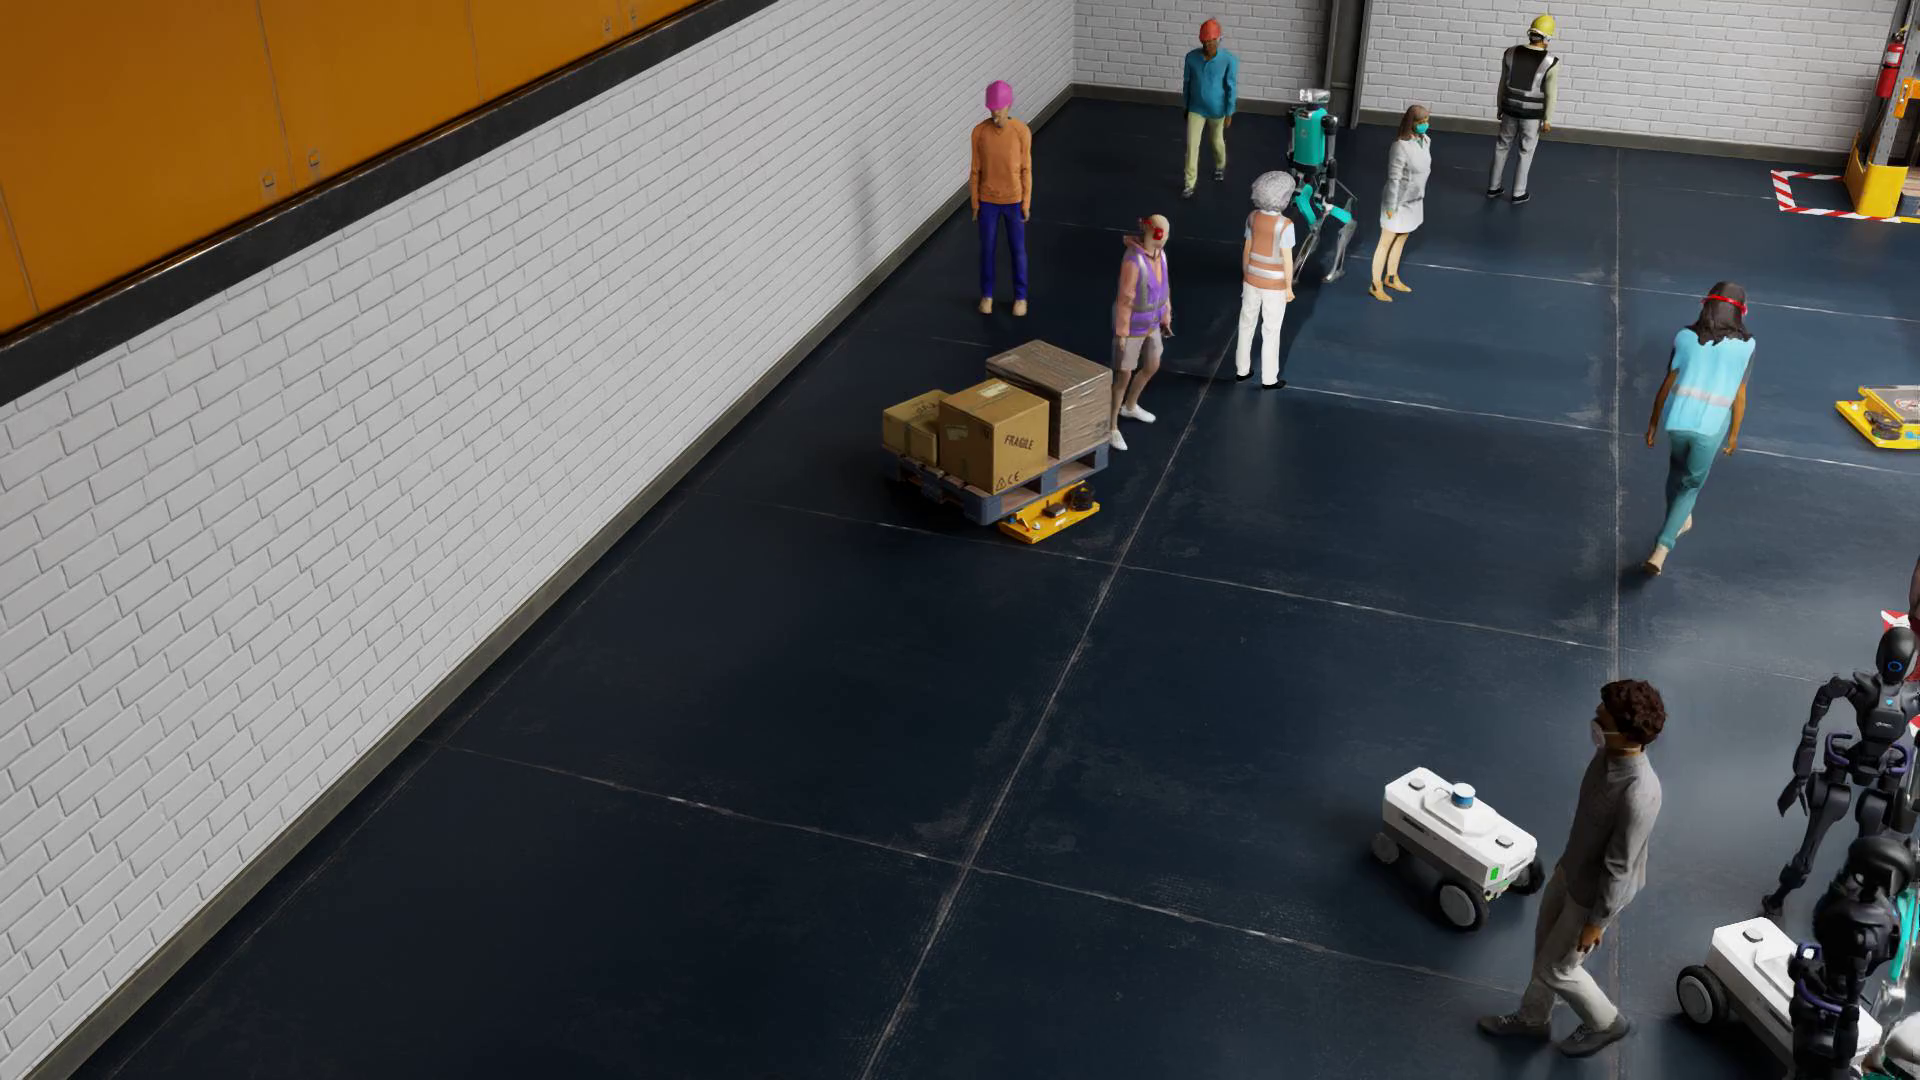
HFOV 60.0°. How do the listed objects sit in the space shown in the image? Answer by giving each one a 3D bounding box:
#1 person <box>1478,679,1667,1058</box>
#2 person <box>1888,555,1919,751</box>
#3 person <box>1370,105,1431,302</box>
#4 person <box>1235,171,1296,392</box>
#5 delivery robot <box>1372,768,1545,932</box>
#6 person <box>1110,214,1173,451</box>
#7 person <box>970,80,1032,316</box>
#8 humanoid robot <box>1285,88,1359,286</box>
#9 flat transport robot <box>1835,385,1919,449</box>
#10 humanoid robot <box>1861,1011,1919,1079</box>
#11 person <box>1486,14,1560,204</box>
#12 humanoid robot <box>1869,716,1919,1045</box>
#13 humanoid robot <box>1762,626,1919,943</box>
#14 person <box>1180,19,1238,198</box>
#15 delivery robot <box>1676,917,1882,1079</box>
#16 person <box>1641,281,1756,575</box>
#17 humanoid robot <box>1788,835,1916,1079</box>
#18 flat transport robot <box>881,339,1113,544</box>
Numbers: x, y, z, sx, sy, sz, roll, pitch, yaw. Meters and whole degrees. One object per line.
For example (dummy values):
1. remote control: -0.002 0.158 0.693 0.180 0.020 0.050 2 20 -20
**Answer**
1. person: 2.526 1.367 6.712 0.470 1.886 0.559 3 31 5
2. person: 5.022 0.438 8.403 0.308 1.768 0.524 -15 34 -24
3. person: 3.775 -2.864 14.121 0.486 1.658 0.341 -26 39 -36
4. person: 2.312 -1.948 12.533 0.309 1.690 0.444 -27 40 -37
5. delivery robot: 2.365 1.433 7.913 0.499 0.602 0.806 -21 36 -31
6. person: 1.255 -1.483 11.771 0.365 1.667 0.576 25 39 36
7. person: 0.335 -2.816 13.740 0.517 1.974 0.403 4 31 7
8. humanoid robot: 3.190 -3.061 14.412 0.803 1.778 0.573 -20 36 -31
9. flat transport robot: 7.266 -0.894 12.146 1.431 0.231 0.659 0 30 -1
10. humanoid robot: 3.080 2.368 5.247 0.816 1.879 0.537 26 39 37
11. person: 5.516 -4.194 16.234 0.598 1.818 0.403 25 39 36
12. humanoid robot: 3.995 1.500 6.714 0.534 1.866 0.798 11 32 18
13. humanoid robot: 3.986 1.115 7.340 0.615 1.653 0.381 11 32 18
14. person: 2.489 -4.350 16.599 0.568 1.715 0.863 13 33 21
15. delivery robot: 3.481 1.953 7.007 0.499 0.581 0.774 -9 32 -15
16. person: 4.526 -0.684 10.267 0.508 1.821 0.953 22 37 32
17. humanoid robot: 3.280 1.768 6.227 0.368 1.657 0.587 12 32 19
18. flat transport robot: 0.206 -0.403 11.310 0.659 0.231 1.431 -26 39 -37
